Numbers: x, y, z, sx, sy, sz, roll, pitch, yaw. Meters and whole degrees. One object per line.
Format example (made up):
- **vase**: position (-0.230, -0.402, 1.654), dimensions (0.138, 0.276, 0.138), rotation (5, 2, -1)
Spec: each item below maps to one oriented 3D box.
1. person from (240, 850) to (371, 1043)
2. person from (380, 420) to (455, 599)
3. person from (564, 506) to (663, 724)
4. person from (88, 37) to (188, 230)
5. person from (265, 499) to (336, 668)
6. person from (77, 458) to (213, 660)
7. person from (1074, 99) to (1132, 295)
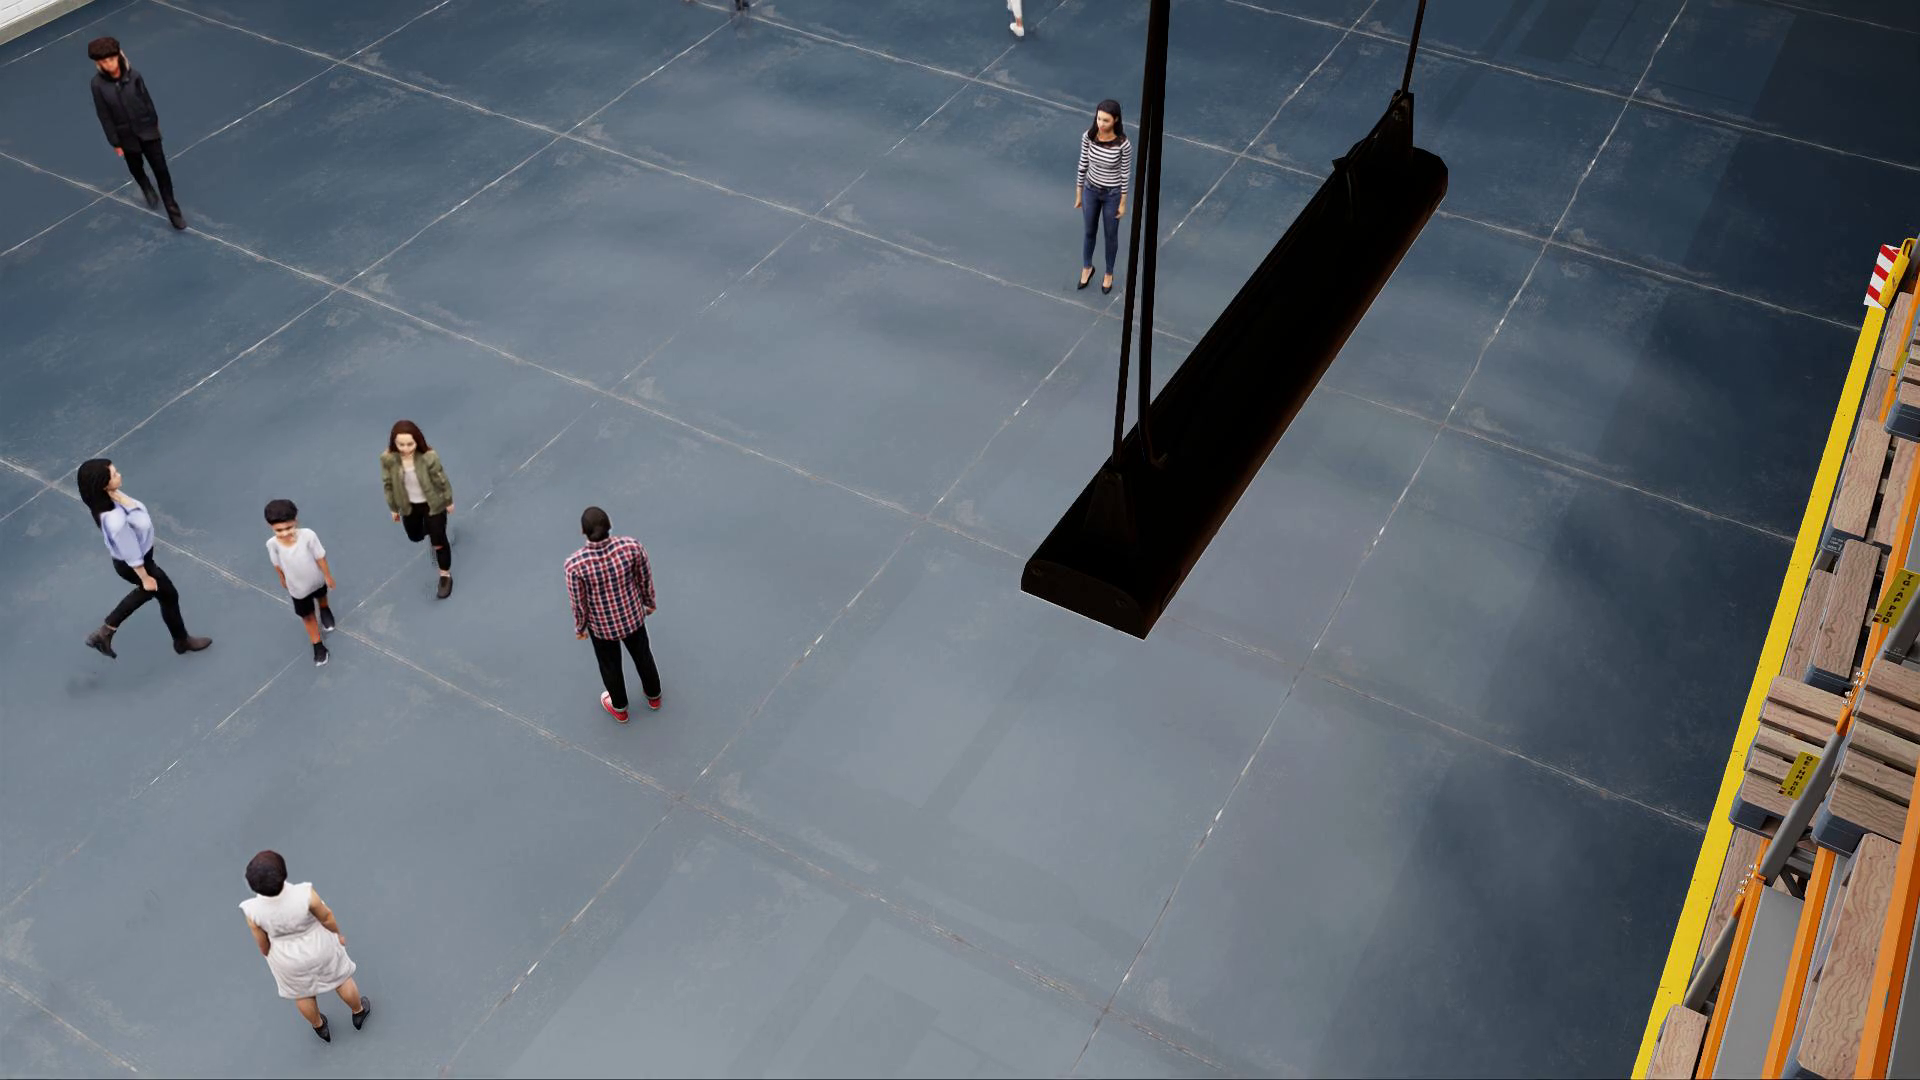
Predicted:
- **person**: position (-3.486, 2.162, 8.828), dimensions (0.626, 1.555, 0.706), rotation (-16, 46, -16)
- **person**: position (-3.702, -0.285, 11.460), dimensions (0.816, 1.467, 0.952), rotation (4, 44, 4)
- **person**: position (-2.178, 0.461, 10.464), dimensions (0.709, 1.761, 0.845), rotation (-22, 48, -21)
- **person**: position (-7.377, -3.668, 14.807), dimensions (1.145, 1.749, 0.994), rotation (-25, 49, -24)
- **person**: position (-4.391, 0.186, 11.141), dimensions (0.852, 1.224, 0.867), rotation (-15, 46, -16)
- **person**: position (-5.422, 0.192, 10.772), dimensions (1.058, 1.725, 0.912), rotation (-22, 48, -22)
- **person**: position (1.197, -2.871, 13.935), dimensions (0.610, 1.797, 0.520), rotation (15, 46, 16)
